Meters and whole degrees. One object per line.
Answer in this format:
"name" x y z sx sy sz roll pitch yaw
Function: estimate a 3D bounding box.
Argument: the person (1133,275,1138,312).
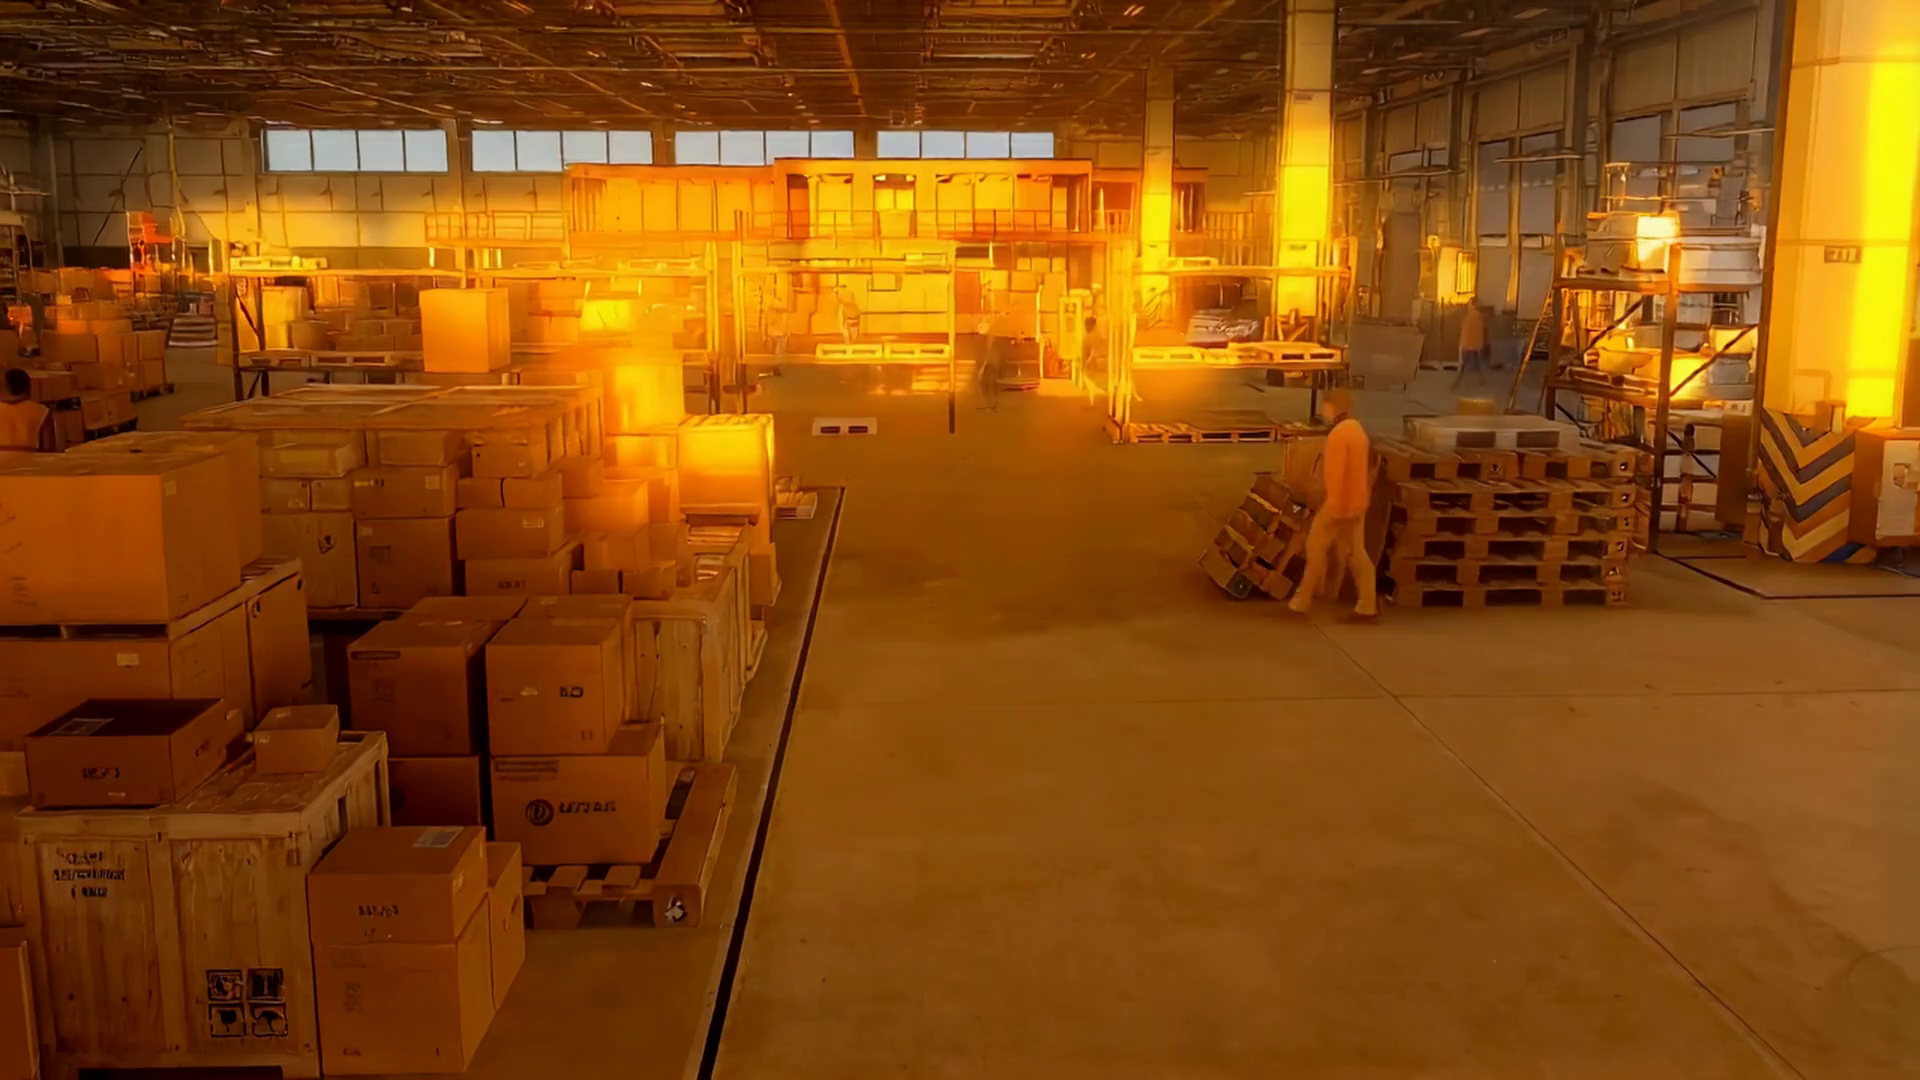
"person" 6.802 -9.658 65.239 0.622 1.996 0.369 -8 13 -37

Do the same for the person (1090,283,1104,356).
"person" 3.616 -5.868 44.266 0.405 1.945 0.615 1 10 4

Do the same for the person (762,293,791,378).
"person" -4.117 -4.571 37.254 0.640 1.878 0.462 -7 12 -32

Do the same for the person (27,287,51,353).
"person" -25.243 -6.032 45.566 1.014 1.821 0.536 9 14 42

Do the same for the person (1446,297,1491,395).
"person" 10.166 -3.851 33.016 1.015 1.953 0.627 -2 10 -14

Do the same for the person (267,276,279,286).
"person" -21.265 -7.230 51.585 0.605 2.045 0.378 -2 10 -9

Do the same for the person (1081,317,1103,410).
"person" 2.342 -3.183 30.017 0.369 1.683 0.556 2 10 11

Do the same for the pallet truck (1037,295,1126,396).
"pallet truck" 2.483 -3.881 33.060 1.885 1.965 0.823 -7 13 -36

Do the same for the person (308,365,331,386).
"person" -6.243 -0.809 16.391 0.505 1.838 0.347 3 11 17

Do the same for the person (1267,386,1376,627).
"person" 2.904 -0.263 13.160 0.927 1.899 0.647 6 12 28

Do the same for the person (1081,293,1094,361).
"person" 3.135 -5.350 41.961 0.492 1.741 0.305 8 13 36

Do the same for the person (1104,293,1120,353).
"person" 3.422 -4.504 36.773 0.587 1.918 0.407 -6 12 -32

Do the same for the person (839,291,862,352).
"person" -2.690 -5.249 41.159 0.650 1.822 0.519 -9 14 -43

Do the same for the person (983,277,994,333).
"person" 0.895 -7.305 52.344 0.374 1.932 0.623 0 10 -2

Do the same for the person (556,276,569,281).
"person" -17.636 -11.154 73.924 0.621 1.869 0.426 -1 10 -6

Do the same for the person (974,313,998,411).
"person" 0.435 -3.181 29.823 0.555 1.745 0.552 -1 10 -4

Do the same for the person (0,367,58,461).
"person" -8.571 -0.624 15.212 0.598 1.896 0.676 0 10 -3
